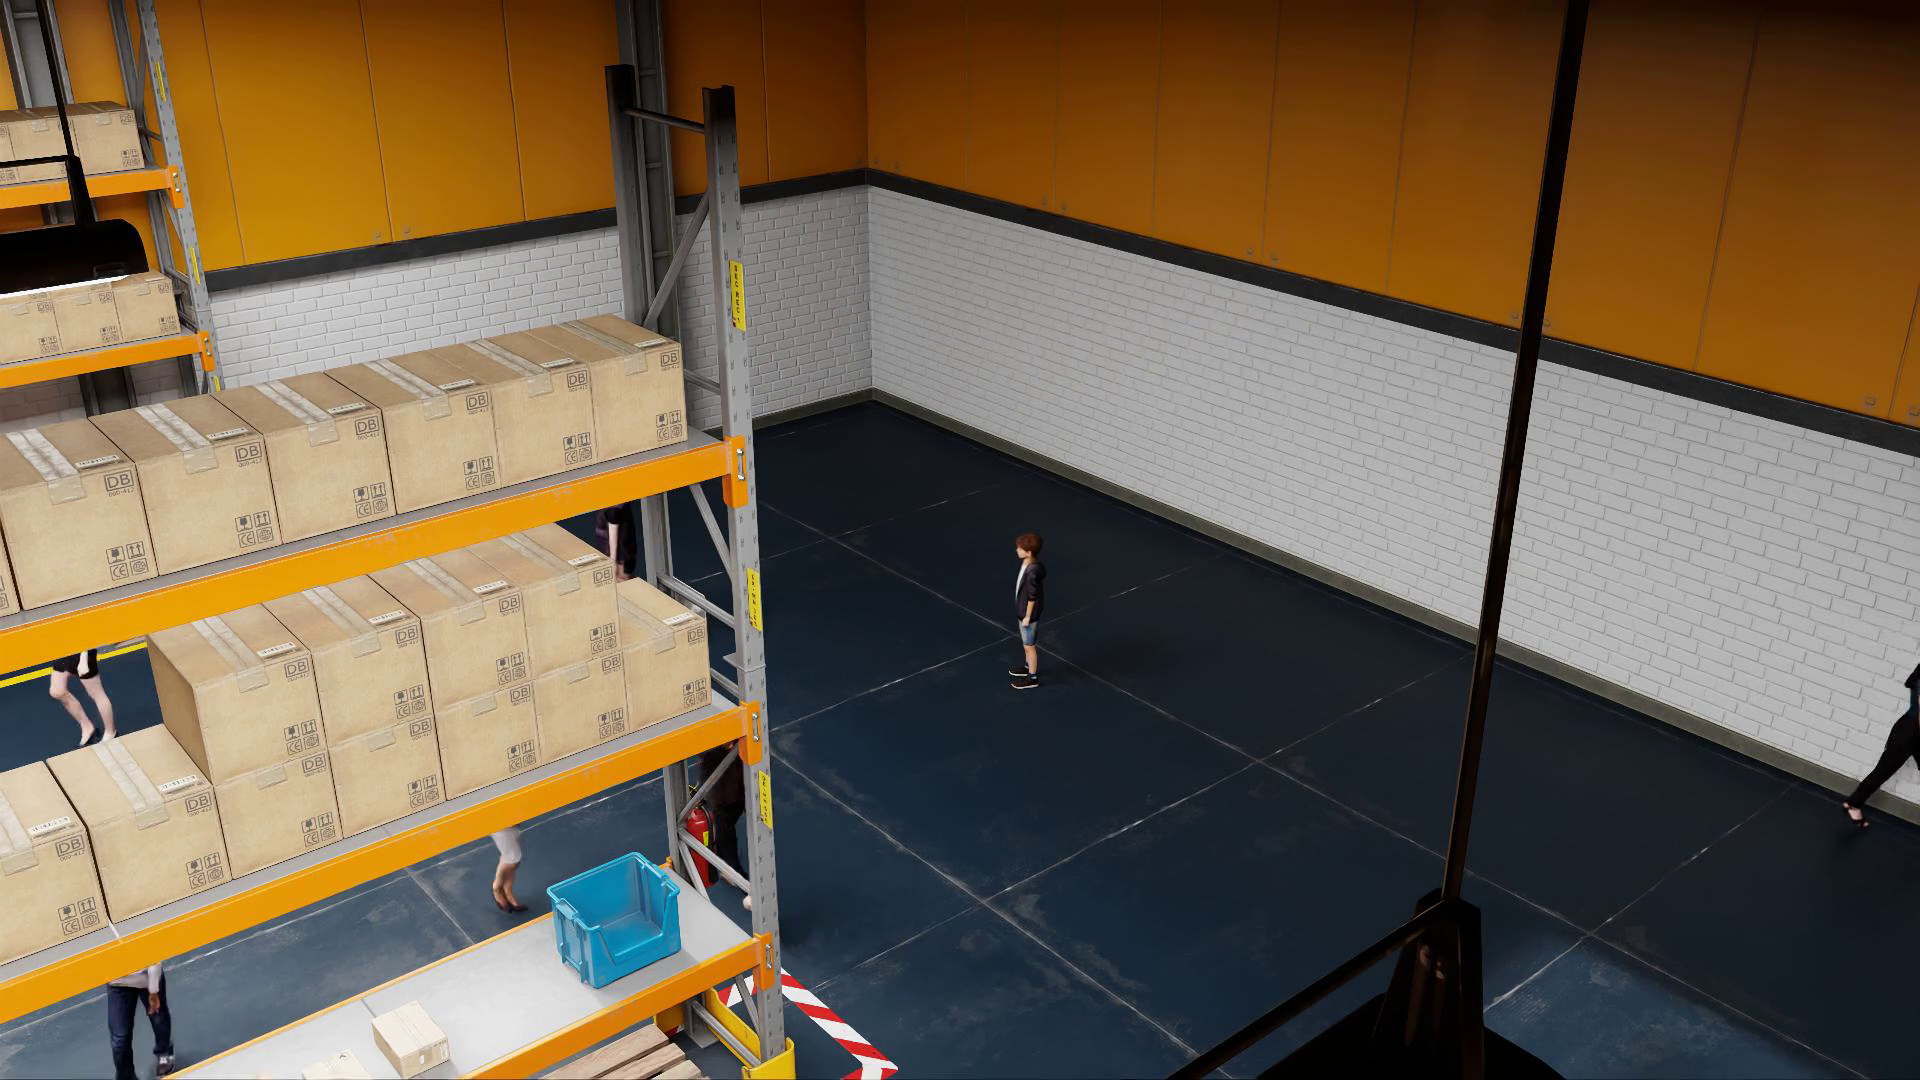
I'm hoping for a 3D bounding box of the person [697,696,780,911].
[{"bbox_3d":[-1.492,1.872,11.514,1.107,1.632,0.786,-7,25,-15],"label":"person"}]

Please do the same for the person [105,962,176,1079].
[{"bbox_3d":[-4.903,2.599,9.988,0.886,1.523,0.836,-5,24,-11],"label":"person"}]

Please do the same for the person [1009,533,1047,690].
[{"bbox_3d":[0.600,0.604,14.644,0.670,1.447,0.626,-1,24,-3],"label":"person"}]

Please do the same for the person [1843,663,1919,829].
[{"bbox_3d":[6.974,1.469,12.358,0.804,1.694,1.069,17,29,34],"label":"person"}]
